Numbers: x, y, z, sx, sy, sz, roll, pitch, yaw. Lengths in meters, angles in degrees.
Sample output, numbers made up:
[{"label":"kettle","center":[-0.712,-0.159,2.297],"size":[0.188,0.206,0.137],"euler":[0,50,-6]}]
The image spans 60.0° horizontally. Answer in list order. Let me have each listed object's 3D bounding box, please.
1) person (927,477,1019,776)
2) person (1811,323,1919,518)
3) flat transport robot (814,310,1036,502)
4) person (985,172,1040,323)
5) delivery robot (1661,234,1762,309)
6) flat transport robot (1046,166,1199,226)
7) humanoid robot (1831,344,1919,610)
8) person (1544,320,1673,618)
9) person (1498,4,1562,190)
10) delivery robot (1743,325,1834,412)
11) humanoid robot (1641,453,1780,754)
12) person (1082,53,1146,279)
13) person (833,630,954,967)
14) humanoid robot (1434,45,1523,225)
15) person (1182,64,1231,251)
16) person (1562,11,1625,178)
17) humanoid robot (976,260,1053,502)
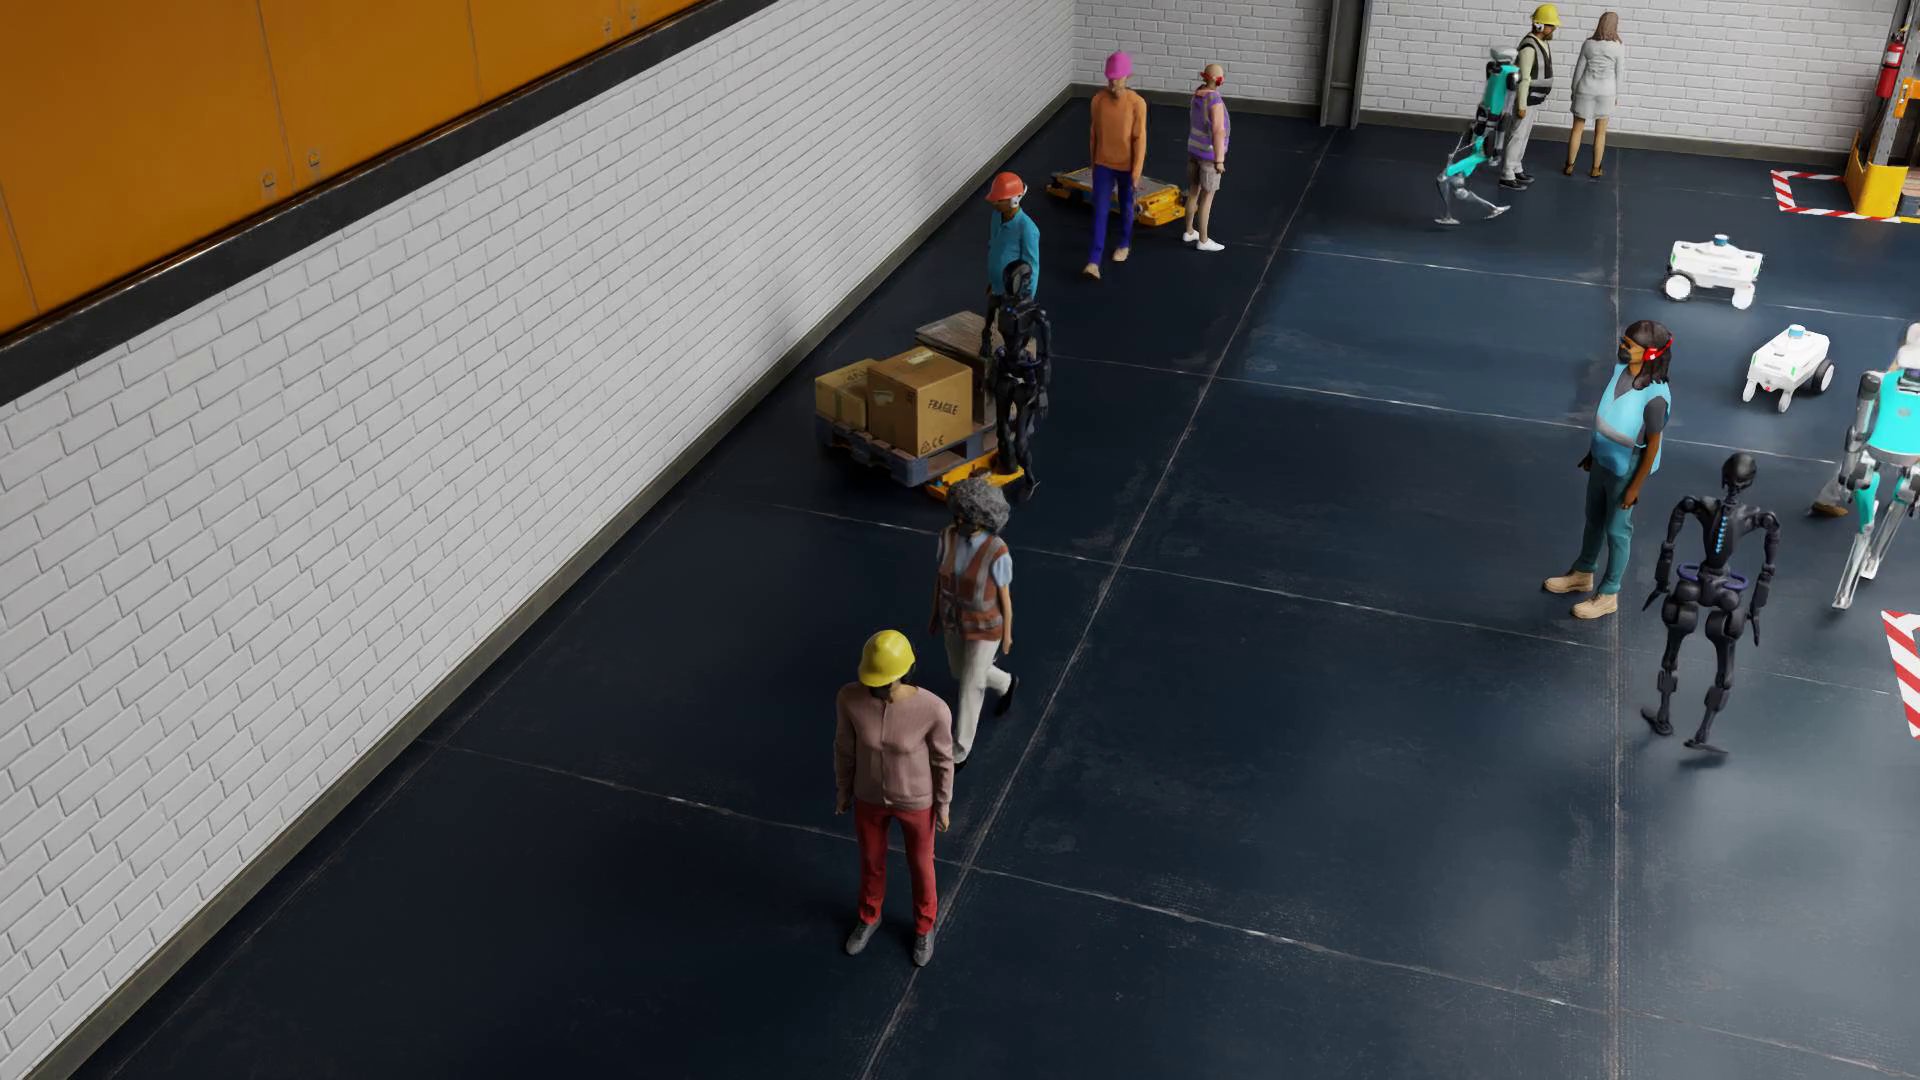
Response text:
[{"label":"person","center":[0.090,0.395,8.572],"size":[0.444,1.662,0.744],"euler":[24,38,35]},{"label":"person","center":[6.135,-0.866,10.785],"size":[0.945,1.602,0.424],"euler":[0,30,0]},{"label":"flat transport robot","center":[-0.278,-0.659,11.747],"size":[0.659,0.231,1.431],"euler":[-26,39,-37]},{"label":"person","center":[0.354,-1.887,12.372],"size":[0.344,1.746,0.572],"euler":[-16,34,-26]},{"label":"delivery robot","center":[6.472,-2.341,14.302],"size":[0.753,0.570,0.499],"euler":[14,33,23]},{"label":"flat transport robot","center":[1.599,-3.429,16.458],"size":[0.659,0.231,1.431],"euler":[-26,39,-37]},{"label":"humanoid robot","center":[5.542,-0.418,9.909],"size":[0.553,1.738,1.042],"euler":[19,35,29]},{"label":"person","center":[3.859,-0.415,9.757],"size":[0.390,1.866,0.530],"euler":[-6,31,-10]},{"label":"person","center":[5.693,-4.433,16.636],"size":[0.403,1.823,0.592],"euler":[16,34,25]},{"label":"delivery robot","center":[6.295,-1.343,12.637],"size":[0.499,0.603,0.794],"euler":[26,39,37]},{"label":"humanoid robot","center":[3.881,0.342,8.661],"size":[0.600,1.647,0.464],"euler":[17,34,26]},{"label":"person","center":[1.353,-3.273,14.554],"size":[0.523,1.930,1.017],"euler":[10,32,16]},{"label":"person","center":[-0.292,1.129,7.229],"size":[0.531,1.765,0.326],"euler":[7,31,12]},{"label":"humanoid robot","center":[4.761,-3.698,15.460],"size":[1.021,1.731,0.543],"euler":[-5,31,-8]},{"label":"person","center":[2.239,-3.481,15.140],"size":[0.349,1.693,0.493],"euler":[-12,32,-19]},{"label":"person","center":[6.480,-4.542,16.976],"size":[0.485,1.659,0.343],"euler":[13,33,22]},{"label":"humanoid robot","center":[0.368,-1.074,11.052],"size":[0.611,1.649,0.317],"euler":[23,38,34]}]
